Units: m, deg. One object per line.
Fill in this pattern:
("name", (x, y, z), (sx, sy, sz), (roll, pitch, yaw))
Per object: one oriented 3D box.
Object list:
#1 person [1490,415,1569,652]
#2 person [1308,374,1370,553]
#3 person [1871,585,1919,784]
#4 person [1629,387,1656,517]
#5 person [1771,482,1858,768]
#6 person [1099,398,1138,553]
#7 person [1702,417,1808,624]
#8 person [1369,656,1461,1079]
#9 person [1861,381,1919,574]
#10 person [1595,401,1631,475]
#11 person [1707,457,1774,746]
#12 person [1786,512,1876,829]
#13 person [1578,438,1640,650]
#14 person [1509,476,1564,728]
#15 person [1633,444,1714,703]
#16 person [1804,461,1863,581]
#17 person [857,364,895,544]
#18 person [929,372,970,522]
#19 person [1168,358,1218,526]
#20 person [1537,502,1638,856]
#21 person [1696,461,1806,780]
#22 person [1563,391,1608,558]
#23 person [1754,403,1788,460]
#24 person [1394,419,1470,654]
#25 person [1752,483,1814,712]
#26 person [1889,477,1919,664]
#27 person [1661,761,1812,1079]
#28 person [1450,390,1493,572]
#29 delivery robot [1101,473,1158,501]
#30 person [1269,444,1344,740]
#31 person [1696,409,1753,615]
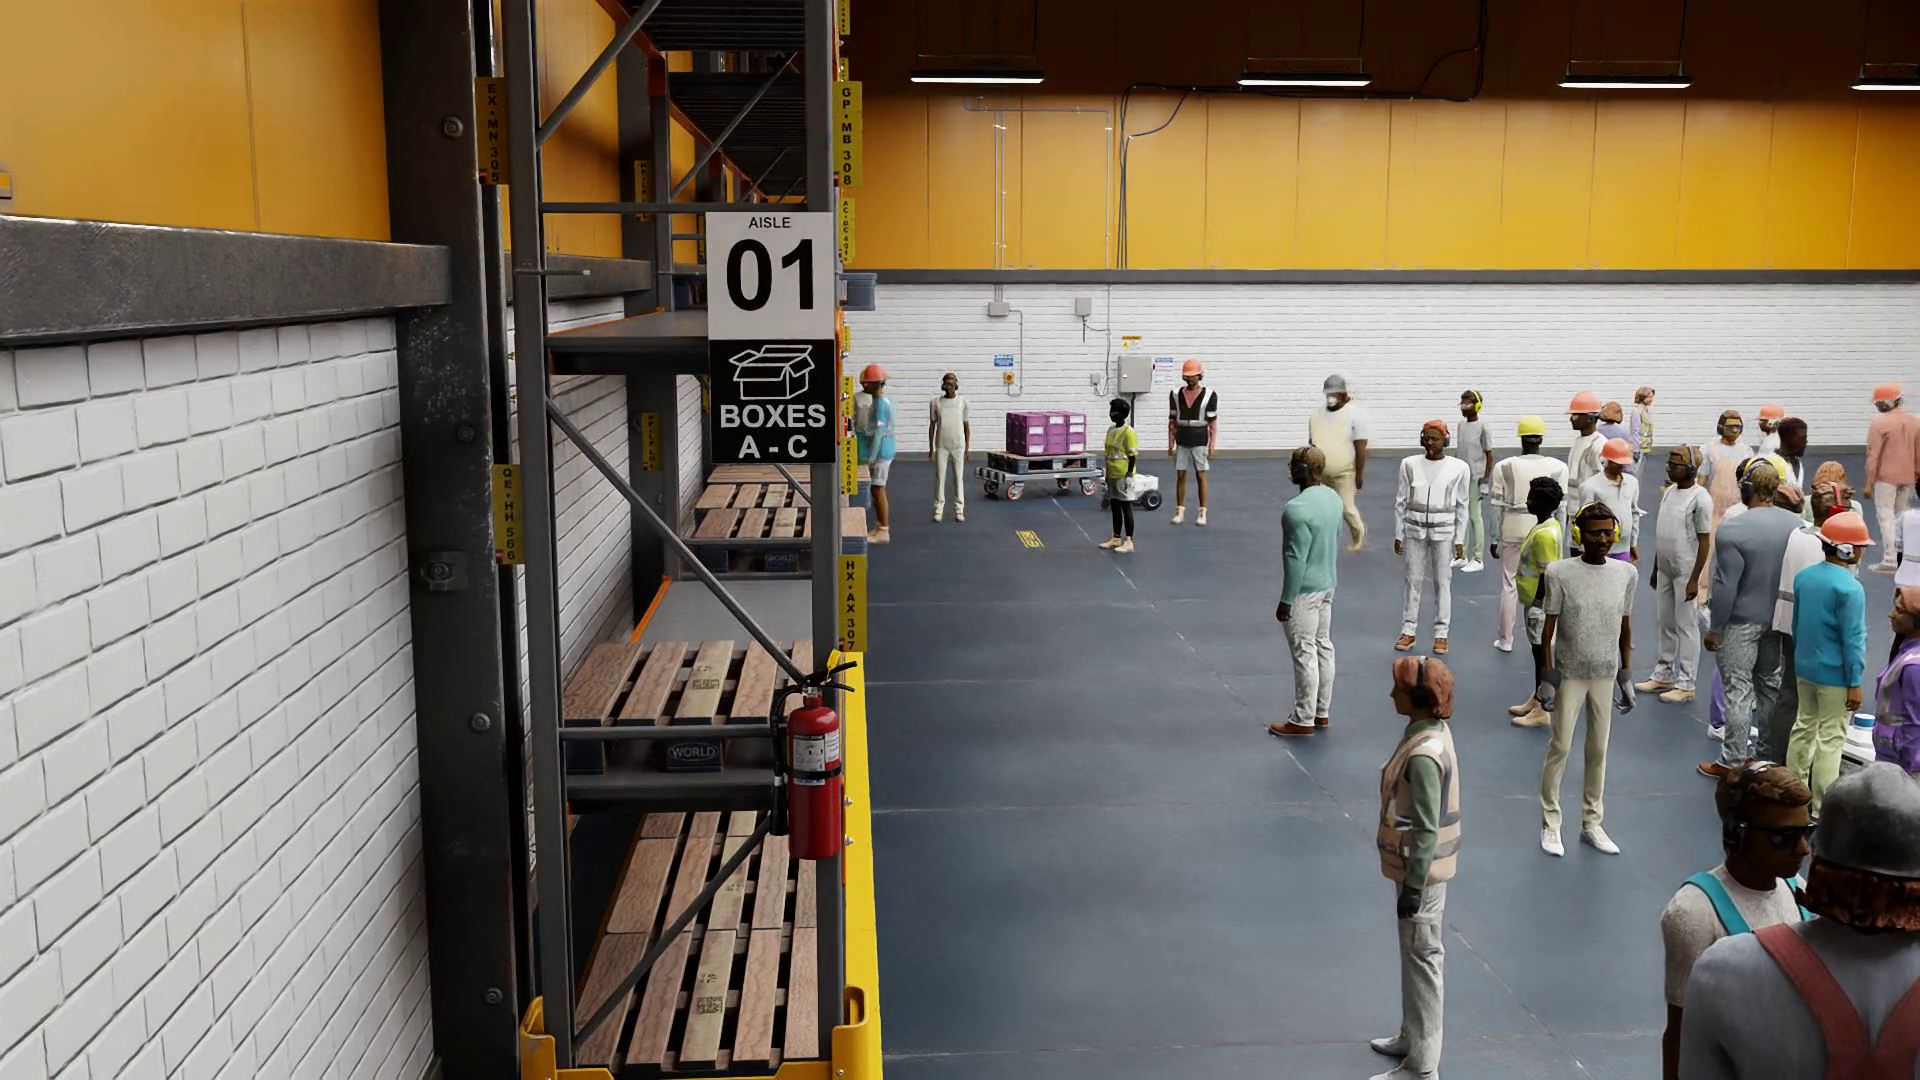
("person", (4.550, -0.041, 13.364), (0.585, 1.919, 0.393), (2, 9, 12))
("person", (4.019, -0.795, 17.706), (0.688, 2.000, 0.844), (7, 12, 39))
("person", (4.320, 1.014, 7.593), (0.309, 1.645, 0.514), (5, 10, 29))
("person", (8.566, -1.115, 20.979), (0.311, 1.636, 0.521), (6, 11, 32))
("person", (4.966, 0.578, 9.699), (0.372, 1.843, 0.570), (-2, 9, -11))
("person", (1.743, -0.706, 18.229), (0.316, 1.695, 0.542), (-4, 10, -24))
("person", (6.732, -0.093, 13.824), (0.600, 1.883, 0.951), (-7, 11, -37))
("person", (1.707, 1.235, 6.219), (0.306, 1.639, 0.523), (3, 9, 16))
("person", (9.457, -0.618, 16.857), (0.655, 1.963, 0.530), (-3, 10, -18))
("person", (7.252, -0.735, 18.603), (0.285, 1.633, 0.497), (-8, 12, -42))
("person", (5.104, 0.390, 10.803), (0.319, 1.870, 0.532), (9, 12, 43))
("person", (4.791, 0.713, 9.139), (0.329, 1.751, 0.571), (-1, 9, -4))
("person", (5.251, 0.038, 13.435), (0.573, 1.737, 0.355), (-3, 10, -20))
("person", (3.898, 0.414, 11.197), (0.318, 1.697, 0.535), (3, 9, 17))
("person", (5.112, 0.235, 11.854), (0.345, 1.846, 0.508), (-2, 9, -13))
("person", (6.566, 0.212, 12.656), (0.507, 1.632, 0.275), (6, 11, 35))
("person", (-0.953, -0.972, 18.839), (0.421, 2.030, 0.672), (-1, 9, -8))
("person", (-0.130, -1.138, 20.475), (0.514, 1.845, 0.336), (0, 9, -1))
("person", (2.805, -1.182, 20.156), (0.605, 2.035, 0.389), (4, 10, 24))
("person", (3.286, 0.724, 8.707), (0.514, 1.872, 0.328), (-1, 9, -4))
("person", (4.723, 0.494, 9.935), (0.630, 1.940, 0.372), (-3, 10, -20))
("person", (5.343, -0.256, 14.314), (0.379, 2.041, 0.616), (0, 9, 1))
("person", (8.123, -0.499, 16.750), (0.329, 1.751, 0.568), (5, 10, 30))
("person", (3.783, -0.029, 13.394), (0.575, 1.883, 0.355), (4, 10, 26))
("person", (5.581, 0.418, 11.351), (0.512, 1.639, 0.311), (7, 12, 39))
("person", (6.725, 0.349, 11.599), (0.320, 1.698, 0.531), (-1, 9, -7))
("person", (1.962, 1.452, 4.210), (0.513, 1.845, 0.334), (-6, 11, -33))
("person", (5.223, -0.606, 17.068), (0.312, 1.865, 0.537), (-4, 10, -23))
("delivery robot", (2.190, -0.709, 21.525), (0.707, 0.478, 0.477), (-2, 9, -15))
("person", (2.271, 0.338, 10.913), (0.372, 1.940, 0.627), (7, 11, 37))
("person", (6.820, -0.244, 14.863), (0.508, 1.846, 0.345), (-1, 9, -6))
